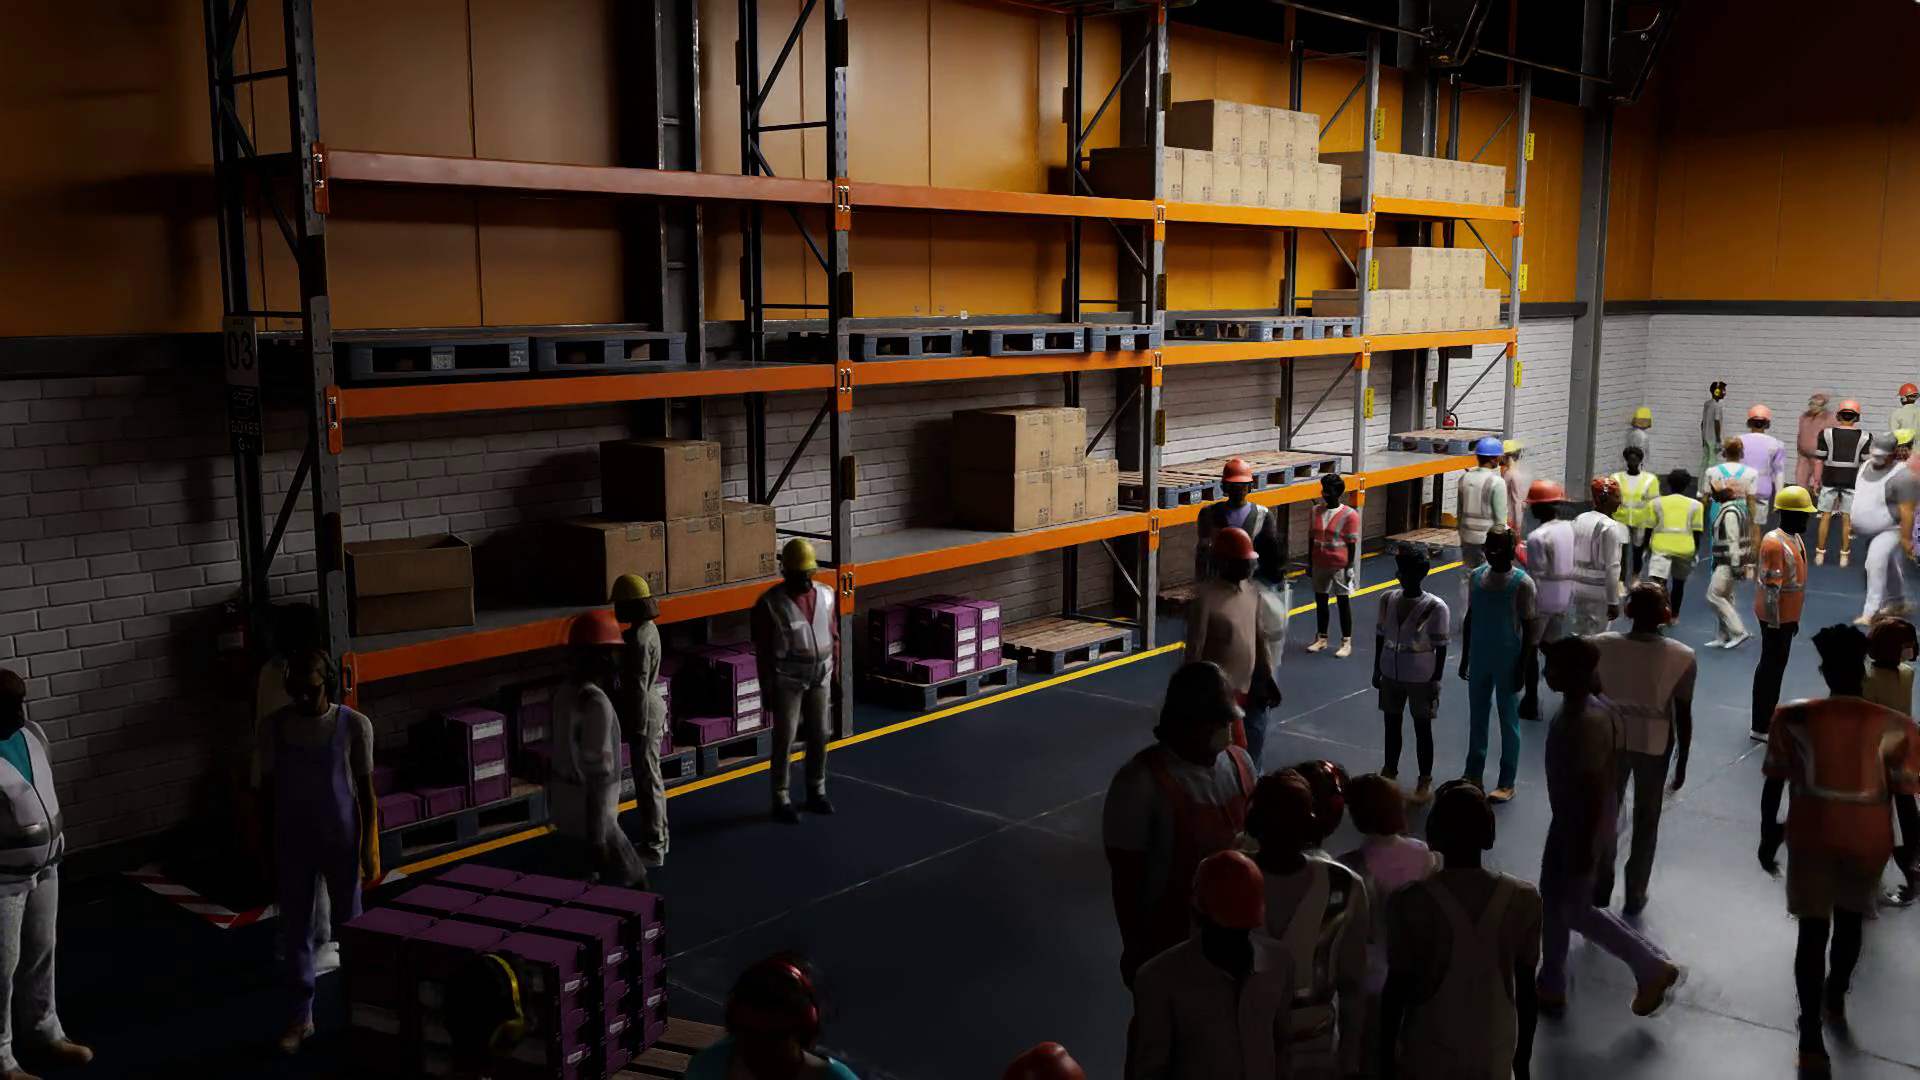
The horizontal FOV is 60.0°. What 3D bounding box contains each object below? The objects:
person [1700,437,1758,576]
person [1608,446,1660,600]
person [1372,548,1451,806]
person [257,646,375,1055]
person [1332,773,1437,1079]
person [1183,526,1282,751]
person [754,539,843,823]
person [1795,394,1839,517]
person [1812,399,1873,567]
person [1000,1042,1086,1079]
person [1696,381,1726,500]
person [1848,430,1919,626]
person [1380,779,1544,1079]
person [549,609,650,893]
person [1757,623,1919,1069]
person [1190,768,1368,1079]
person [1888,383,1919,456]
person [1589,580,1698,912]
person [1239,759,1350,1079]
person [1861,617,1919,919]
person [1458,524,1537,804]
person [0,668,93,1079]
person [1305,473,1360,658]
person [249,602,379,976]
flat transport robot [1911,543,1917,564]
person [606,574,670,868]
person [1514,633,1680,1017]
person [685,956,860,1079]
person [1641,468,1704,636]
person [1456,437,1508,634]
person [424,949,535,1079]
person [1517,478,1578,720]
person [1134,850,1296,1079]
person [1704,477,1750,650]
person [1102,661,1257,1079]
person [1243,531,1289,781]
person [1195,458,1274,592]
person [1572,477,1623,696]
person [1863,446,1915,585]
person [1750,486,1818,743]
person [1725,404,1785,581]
[{"bbox_3d":[8.107,-0.186,17.566,0.523,1.804,0.951,4,9,22],"label":"person"},{"bbox_3d":[7.360,-0.218,18.199,0.560,1.659,0.837,4,10,25],"label":"person"},{"bbox_3d":[2.943,0.891,10.933,0.315,1.696,0.541,-8,12,-43],"label":"person"},{"bbox_3d":[-2.853,1.368,7.398,0.506,1.842,0.346,-1,9,-8],"label":"person"},{"bbox_3d":[1.607,1.675,6.242,0.511,1.601,0.861,-6,11,-36],"label":"person"},{"bbox_3d":[1.578,0.862,10.296,0.935,1.965,0.600,8,12,42],"label":"person"},{"bbox_3d":[-1.019,0.884,10.610,0.597,1.819,0.404,-6,11,-36],"label":"person"},{"bbox_3d":[12.328,-1.197,23.984,0.964,1.843,0.689,-5,10,-29],"label":"person"},{"bbox_3d":[10.619,-0.681,20.031,0.612,2.029,0.409,4,10,25],"label":"person"},{"bbox_3d":[0.171,1.977,3.743,0.564,1.752,0.340,3,9,18],"label":"person"},{"bbox_3d":[11.888,-1.570,26.273,0.323,1.865,0.518,0,9,1],"label":"person"},{"bbox_3d":[9.365,-0.179,16.729,0.938,2.000,0.711,-1,9,-9],"label":"person"},{"bbox_3d":[1.612,1.680,5.411,0.505,1.839,0.346,0,9,1],"label":"person"},{"bbox_3d":[-1.673,1.282,7.726,0.572,1.909,0.583,-5,10,-30],"label":"person"},{"bbox_3d":[3.902,1.344,7.366,0.660,1.912,1.017,3,9,20],"label":"person"},{"bbox_3d":[1.015,1.654,5.415,0.583,1.882,0.347,2,9,12],"label":"person"},{"bbox_3d":[13.529,-1.248,23.809,0.619,1.986,0.406,-1,9,-8],"label":"person"},{"bbox_3d":[3.614,1.133,8.923,0.575,1.835,0.534,5,10,28],"label":"person"},{"bbox_3d":[1.103,1.648,5.813,0.999,1.788,0.589,-5,10,-30],"label":"person"},{"bbox_3d":[5.005,1.217,9.036,0.500,1.633,0.280,-6,11,-34],"label":"person"},{"bbox_3d":[3.534,0.807,11.001,0.345,1.846,0.508,-7,11,-39],"label":"person"},{"bbox_3d":[-4.028,1.432,7.036,0.429,1.830,0.639,1,9,7],"label":"person"},{"bbox_3d":[3.396,0.228,15.231,0.319,1.690,0.530,-8,12,-41],"label":"person"},{"bbox_3d":[-3.186,1.226,8.192,0.553,1.881,0.619,-7,11,-37],"label":"person"},{"bbox_3d":[11.737,0.233,19.761,0.652,0.197,1.431,4,10,25],"label":"flat transport robot"},{"bbox_3d":[-1.893,1.054,9.774,0.328,1.733,0.488,-1,9,-8],"label":"person"},{"bbox_3d":[2.942,1.330,7.689,0.644,1.831,0.513,1,9,6],"label":"person"},{"bbox_3d":[-0.445,1.895,4.197,0.574,1.787,0.989,4,10,25],"label":"person"},{"bbox_3d":[6.914,0.118,16.163,0.542,1.631,0.970,4,10,22],"label":"person"},{"bbox_3d":[5.042,-0.022,16.019,0.404,1.945,0.614,-4,10,-26],"label":"person"},{"bbox_3d":[-1.170,1.899,4.066,0.637,1.810,0.952,2,9,11],"label":"person"},{"bbox_3d":[4.574,0.481,12.865,0.542,1.916,0.604,-6,11,-34],"label":"person"},{"bbox_3d":[0.792,1.776,5.051,0.569,1.747,0.340,-4,10,-24],"label":"person"},{"bbox_3d":[7.130,0.222,15.505,0.362,1.623,0.522,4,10,23],"label":"person"},{"bbox_3d":[0.899,1.449,6.234,0.689,2.000,0.539,-6,11,-34],"label":"person"},{"bbox_3d":[1.931,0.843,10.711,0.384,1.876,0.754,4,10,26],"label":"person"},{"bbox_3d":[2.166,0.370,13.171,0.613,2.048,0.362,1,9,8],"label":"person"},{"bbox_3d":[5.080,0.435,13.284,0.362,1.883,0.576,-1,9,-9],"label":"person"},{"bbox_3d":[10.382,-0.257,18.608,0.703,1.610,0.531,-3,9,-21],"label":"person"},{"bbox_3d":[6.129,0.551,12.389,0.368,1.927,0.589,7,11,38],"label":"person"},{"bbox_3d":[9.103,-0.542,19.109,0.659,2.024,0.525,4,10,22],"label":"person"}]
